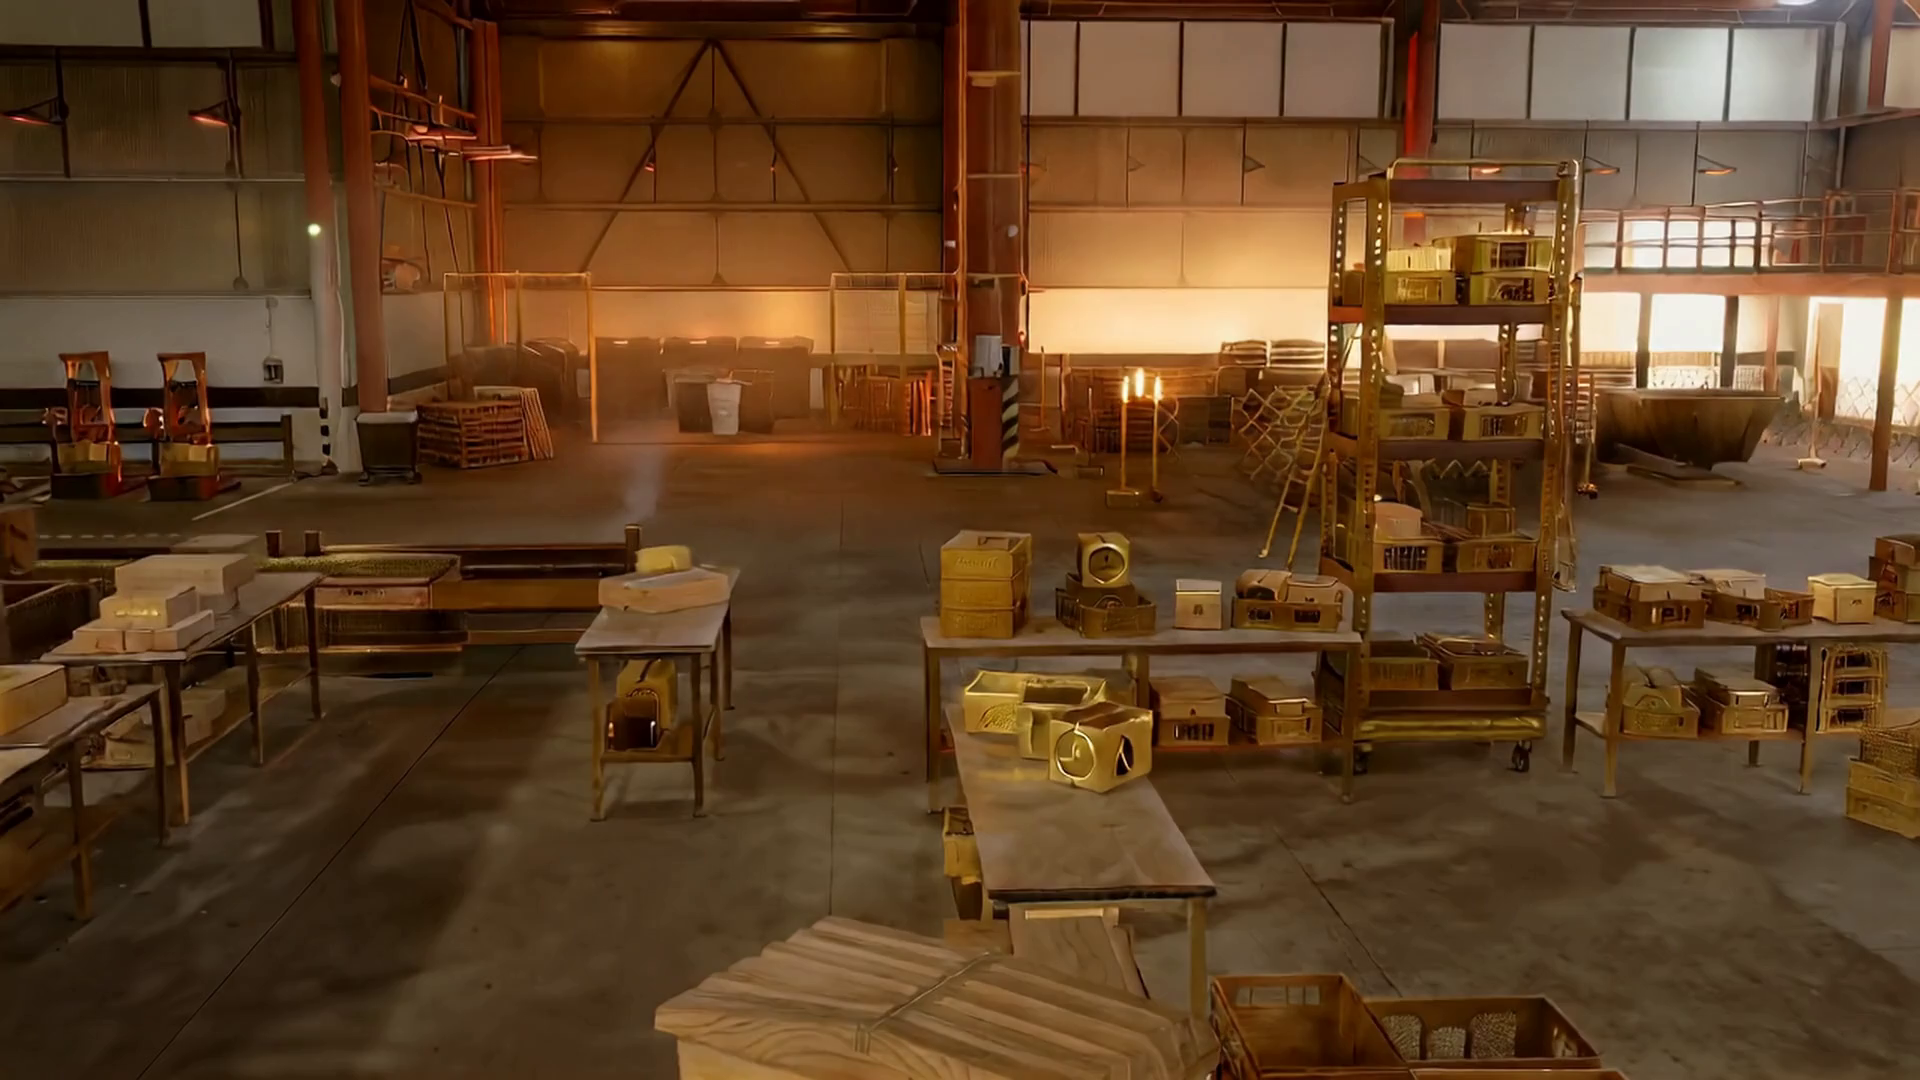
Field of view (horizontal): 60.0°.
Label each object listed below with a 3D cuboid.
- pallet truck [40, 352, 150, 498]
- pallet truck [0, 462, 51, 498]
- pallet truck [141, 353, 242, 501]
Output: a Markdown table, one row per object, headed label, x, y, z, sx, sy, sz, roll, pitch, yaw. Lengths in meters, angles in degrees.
| label | x | y | z | sx | sy | sz | roll | pitch | yaw |
| --- | --- | --- | --- | --- | --- | --- | --- | --- | --- |
| pallet truck | -11.907 | -1.642 | 23.165 | 0.823 | 1.965 | 1.885 | 0 | 9 | 0 |
| pallet truck | -13.193 | -1.293 | 23.148 | 0.653 | 1.274 | 1.630 | -1 | 9 | -4 |
| pallet truck | -10.520 | -1.604 | 22.925 | 0.823 | 1.965 | 1.885 | -1 | 9 | -6 |
